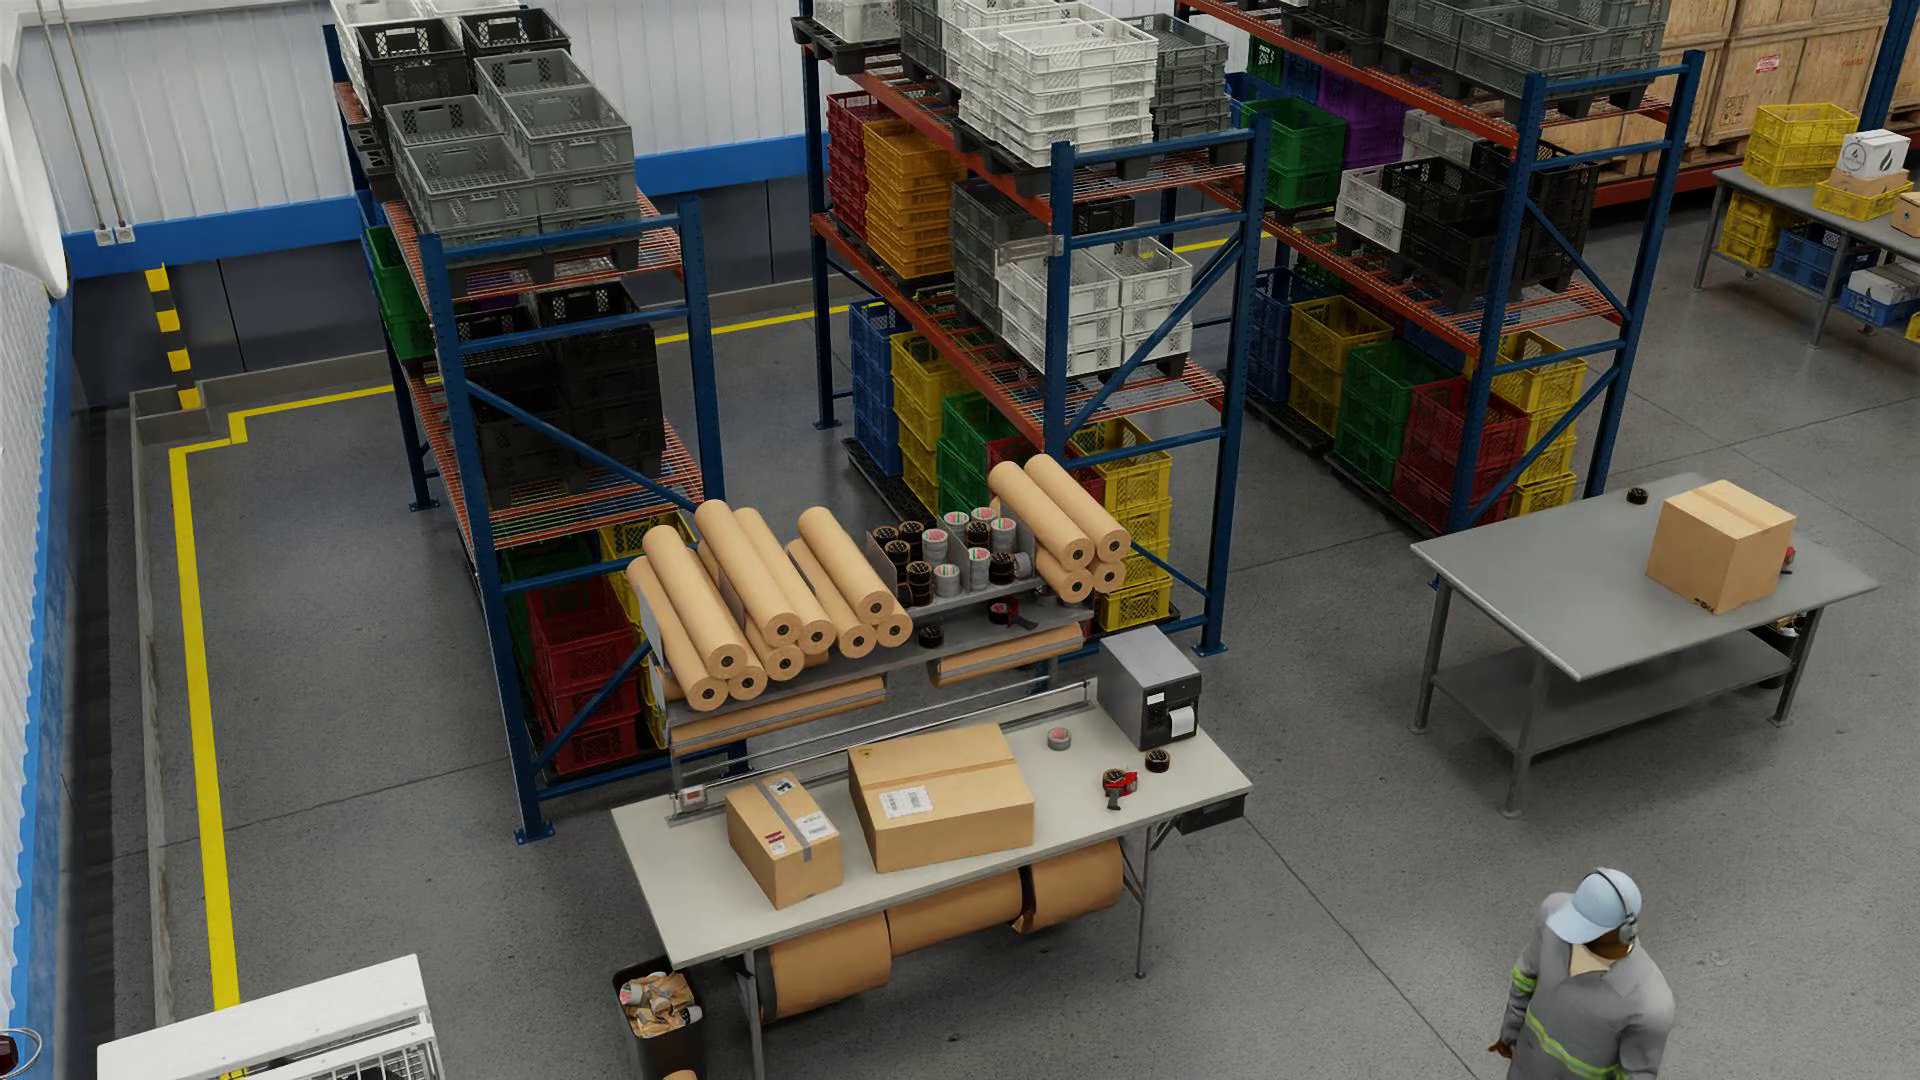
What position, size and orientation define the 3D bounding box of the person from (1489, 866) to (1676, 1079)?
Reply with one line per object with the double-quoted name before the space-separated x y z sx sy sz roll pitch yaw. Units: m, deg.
"person" 1.995 1.793 5.552 0.395 1.848 0.586 -13 34 -20
